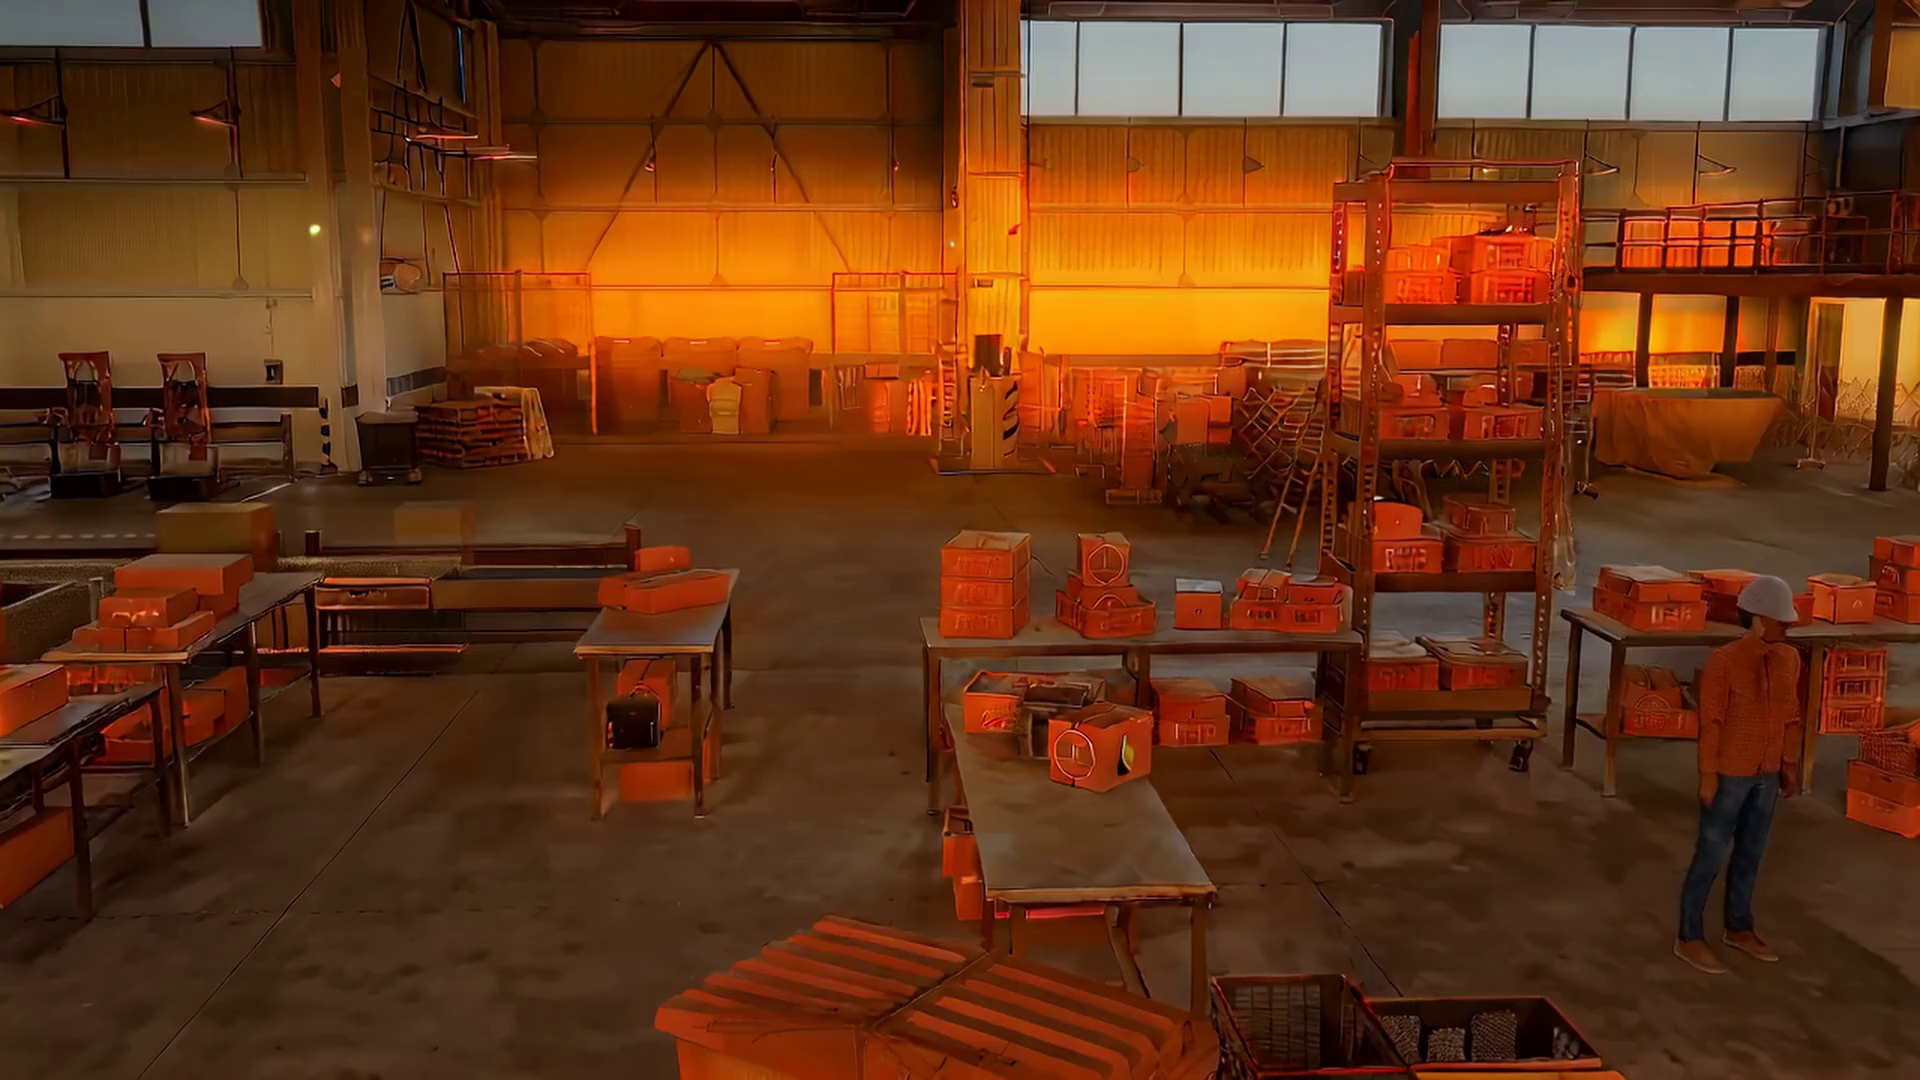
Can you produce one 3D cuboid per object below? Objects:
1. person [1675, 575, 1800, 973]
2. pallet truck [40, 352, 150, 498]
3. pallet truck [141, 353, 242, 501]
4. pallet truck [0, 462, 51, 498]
[{"bbox_3d":[3.442,1.011,7.264,0.526,1.758,0.346,-4,10,-22],"label":"person"},{"bbox_3d":[-11.907,-1.642,23.165,0.823,1.965,1.885,0,9,0],"label":"pallet truck"},{"bbox_3d":[-10.520,-1.604,22.925,0.823,1.965,1.885,-1,9,-6],"label":"pallet truck"},{"bbox_3d":[-13.193,-1.293,23.148,0.653,1.274,1.630,-1,9,-4],"label":"pallet truck"}]
